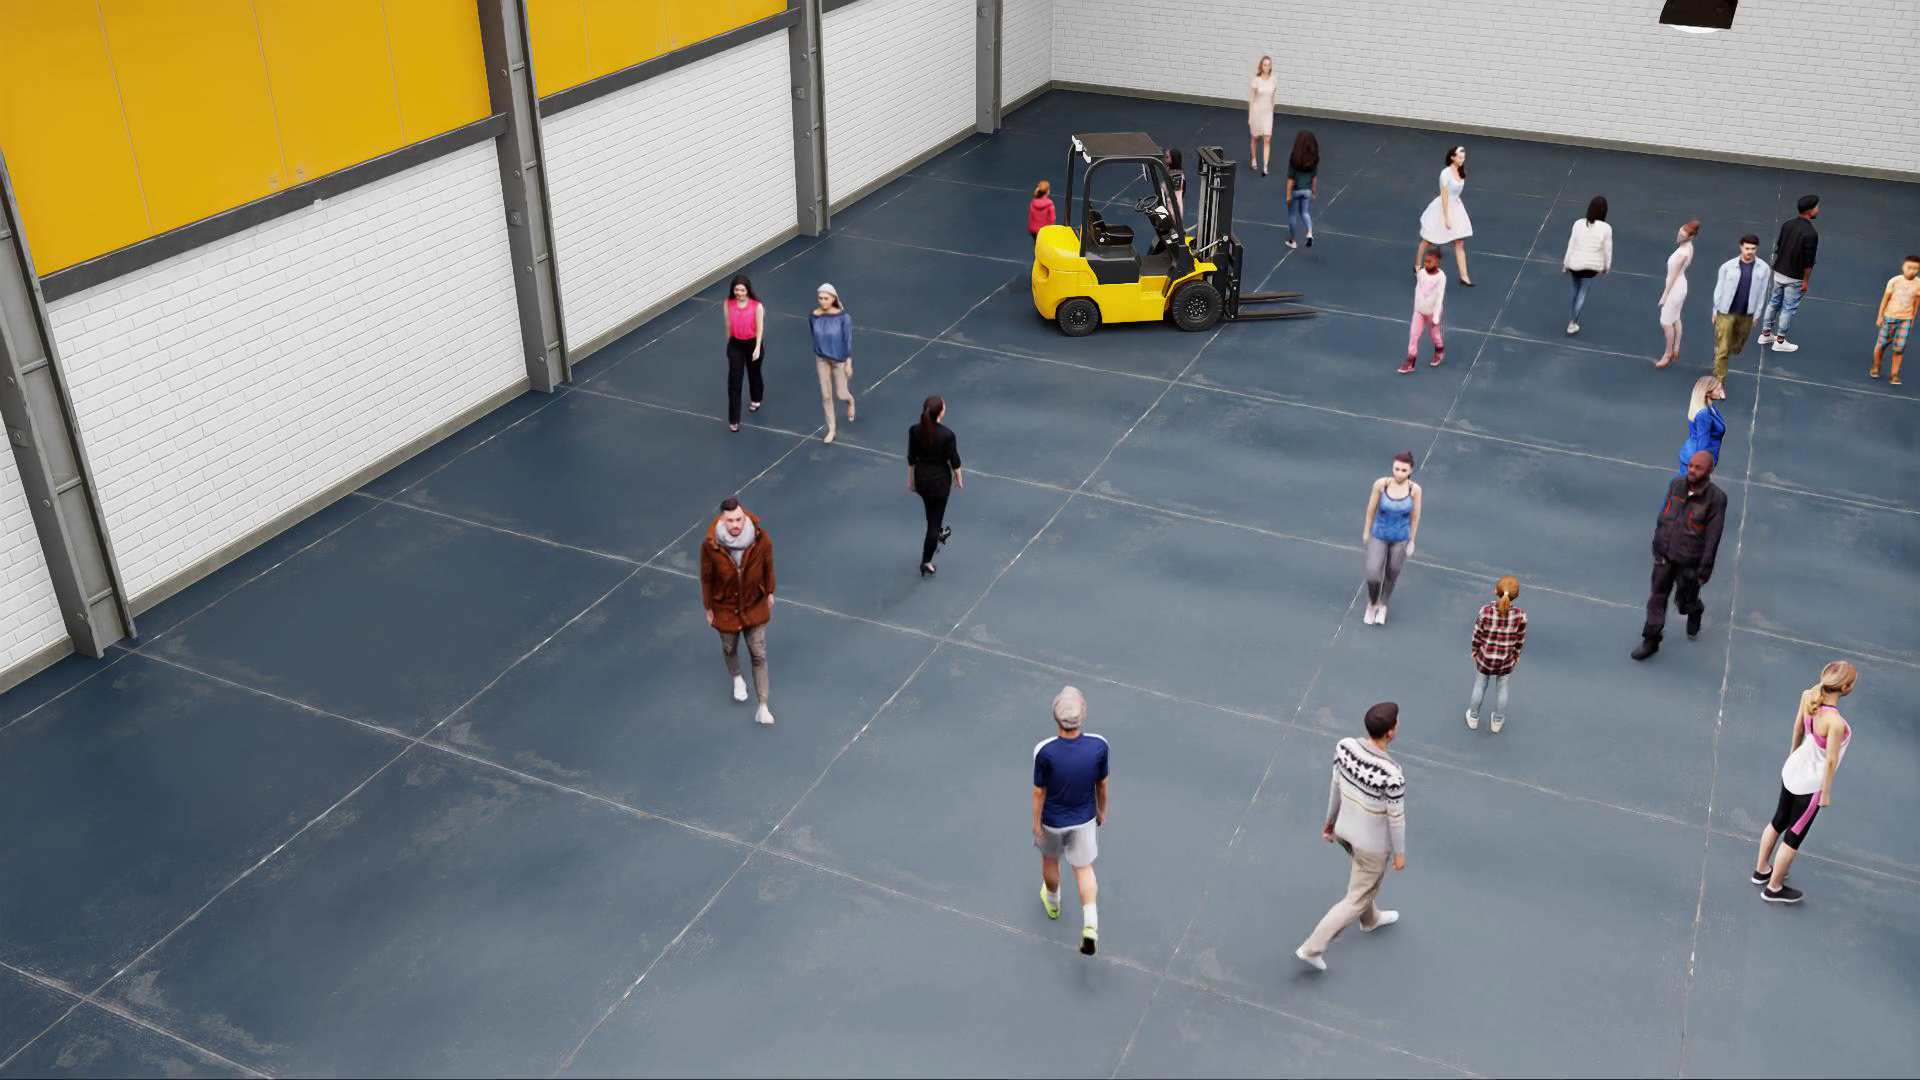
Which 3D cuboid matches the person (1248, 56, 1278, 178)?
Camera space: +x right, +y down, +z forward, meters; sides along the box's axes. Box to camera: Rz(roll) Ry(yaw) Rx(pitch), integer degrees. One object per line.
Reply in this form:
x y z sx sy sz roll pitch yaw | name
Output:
4.583 -6.486 25.461 0.965 1.779 1.198 -2 29 -4 | person

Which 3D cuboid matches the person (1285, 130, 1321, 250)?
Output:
4.590 -4.652 22.284 0.846 1.602 0.927 -7 29 -12 | person

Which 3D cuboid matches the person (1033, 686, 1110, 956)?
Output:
0.688 1.759 10.309 1.027 1.816 1.168 -6 29 -10 | person

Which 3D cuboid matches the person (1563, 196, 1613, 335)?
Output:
7.382 -3.222 19.668 0.739 1.597 1.060 17 33 28 | person

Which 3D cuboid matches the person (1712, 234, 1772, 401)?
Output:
8.414 -2.469 18.091 0.841 1.786 1.143 6 29 10 | person

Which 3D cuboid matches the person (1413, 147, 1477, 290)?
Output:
6.063 -4.082 21.071 1.225 1.763 1.130 -18 33 -29 | person

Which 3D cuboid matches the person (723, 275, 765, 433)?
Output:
-2.225 -2.001 17.406 0.869 1.619 1.123 2 29 3 | person

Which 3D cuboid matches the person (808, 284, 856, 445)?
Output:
-1.278 -1.844 17.053 0.706 1.682 0.908 7 29 13 | person

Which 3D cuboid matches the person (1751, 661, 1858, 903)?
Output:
5.434 1.551 10.718 0.736 1.788 0.611 -2 29 -3 | person

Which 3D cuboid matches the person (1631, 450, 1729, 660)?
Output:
5.855 0.102 13.364 1.160 1.799 0.973 -22 35 -34 | person

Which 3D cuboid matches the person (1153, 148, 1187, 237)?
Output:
2.792 -4.164 21.294 0.949 1.693 0.954 -2 29 -4 | person

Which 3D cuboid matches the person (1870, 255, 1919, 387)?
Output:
10.392 -2.479 18.469 0.575 1.440 0.878 10 30 17 | person

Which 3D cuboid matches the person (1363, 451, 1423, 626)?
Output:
3.589 -0.044 13.839 0.618 1.598 0.615 8 30 15 | person

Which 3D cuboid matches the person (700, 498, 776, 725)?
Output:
-1.695 0.474 12.679 1.079 1.801 1.187 -6 29 -11 | person

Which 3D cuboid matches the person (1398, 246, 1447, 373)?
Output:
5.308 -2.600 18.703 1.033 1.429 0.781 -25 37 -38 | person

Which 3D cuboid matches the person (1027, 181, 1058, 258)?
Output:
1.006 -3.907 21.232 0.571 1.302 0.715 17 33 28 | person

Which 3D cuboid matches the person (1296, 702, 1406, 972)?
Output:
2.410 1.830 10.153 1.281 1.840 1.137 -14 32 -24 | person

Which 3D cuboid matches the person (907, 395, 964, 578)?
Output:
-0.278 -0.433 14.522 0.631 1.627 1.005 14 32 24 | person

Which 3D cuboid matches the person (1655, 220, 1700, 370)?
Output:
8.030 -2.738 18.602 0.781 1.767 0.511 24 37 37 | person

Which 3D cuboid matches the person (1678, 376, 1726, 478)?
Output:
6.557 -0.677 14.894 0.713 1.701 0.546 7 29 13 | person

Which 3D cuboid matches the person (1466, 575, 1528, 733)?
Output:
4.039 0.855 12.499 0.537 1.304 0.528 9 30 17 | person

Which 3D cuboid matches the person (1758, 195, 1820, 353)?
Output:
9.593 -3.095 19.208 0.849 1.815 0.761 -6 29 -11 | person
